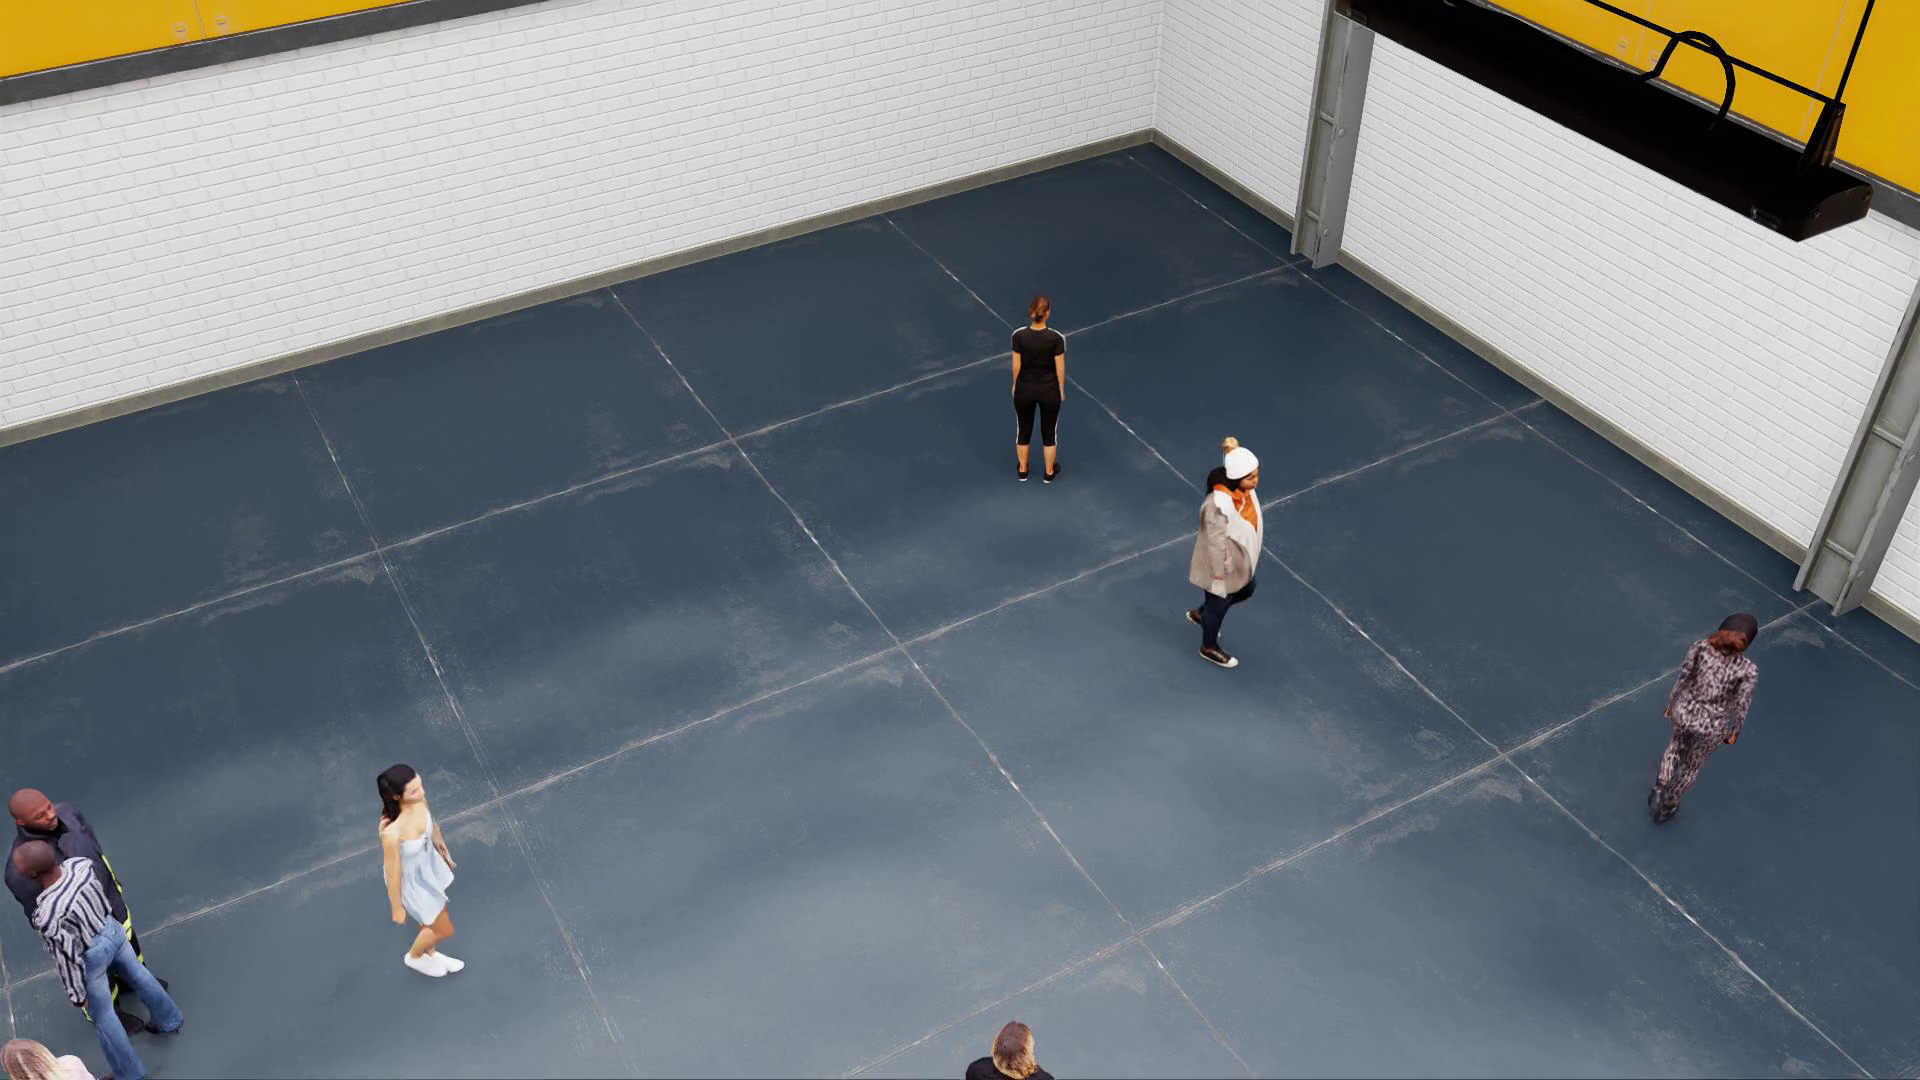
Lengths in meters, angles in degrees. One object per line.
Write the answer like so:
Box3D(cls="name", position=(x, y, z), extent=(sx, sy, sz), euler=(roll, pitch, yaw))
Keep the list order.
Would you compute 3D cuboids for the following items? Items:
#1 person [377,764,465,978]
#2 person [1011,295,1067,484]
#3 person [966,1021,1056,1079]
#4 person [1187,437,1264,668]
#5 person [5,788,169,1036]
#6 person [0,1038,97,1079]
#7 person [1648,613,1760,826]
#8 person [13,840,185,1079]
Box3D(cls="person", position=(-3.120, 1.884, 9.309), extent=(0.817, 1.709, 0.747), euler=(4, 39, 6))
Box3D(cls="person", position=(0.616, -1.190, 13.191), extent=(0.657, 1.669, 0.703), euler=(7, 39, 9))
Box3D(cls="person", position=(0.226, 2.952, 8.020), extent=(0.974, 1.649, 1.041), euler=(9, 39, 11))
Box3D(cls="person", position=(1.759, 0.056, 11.455), extent=(0.907, 1.887, 0.871), euler=(20, 43, 23))
Box3D(cls="person", position=(-4.831, 1.990, 9.086), extent=(0.913, 1.822, 0.827), euler=(4, 39, 5))
Box3D(cls="person", position=(-4.161, 2.981, 7.989), extent=(1.168, 1.641, 1.024), euler=(15, 41, 18))
Box3D(cls="person", position=(4.515, 1.146, 10.235), extent=(0.634, 1.706, 0.727), euler=(32, 48, 33))
Box3D(cls="person", position=(-4.587, 2.207, 8.838), extent=(0.810, 1.792, 0.714), euler=(3, 39, 4))
